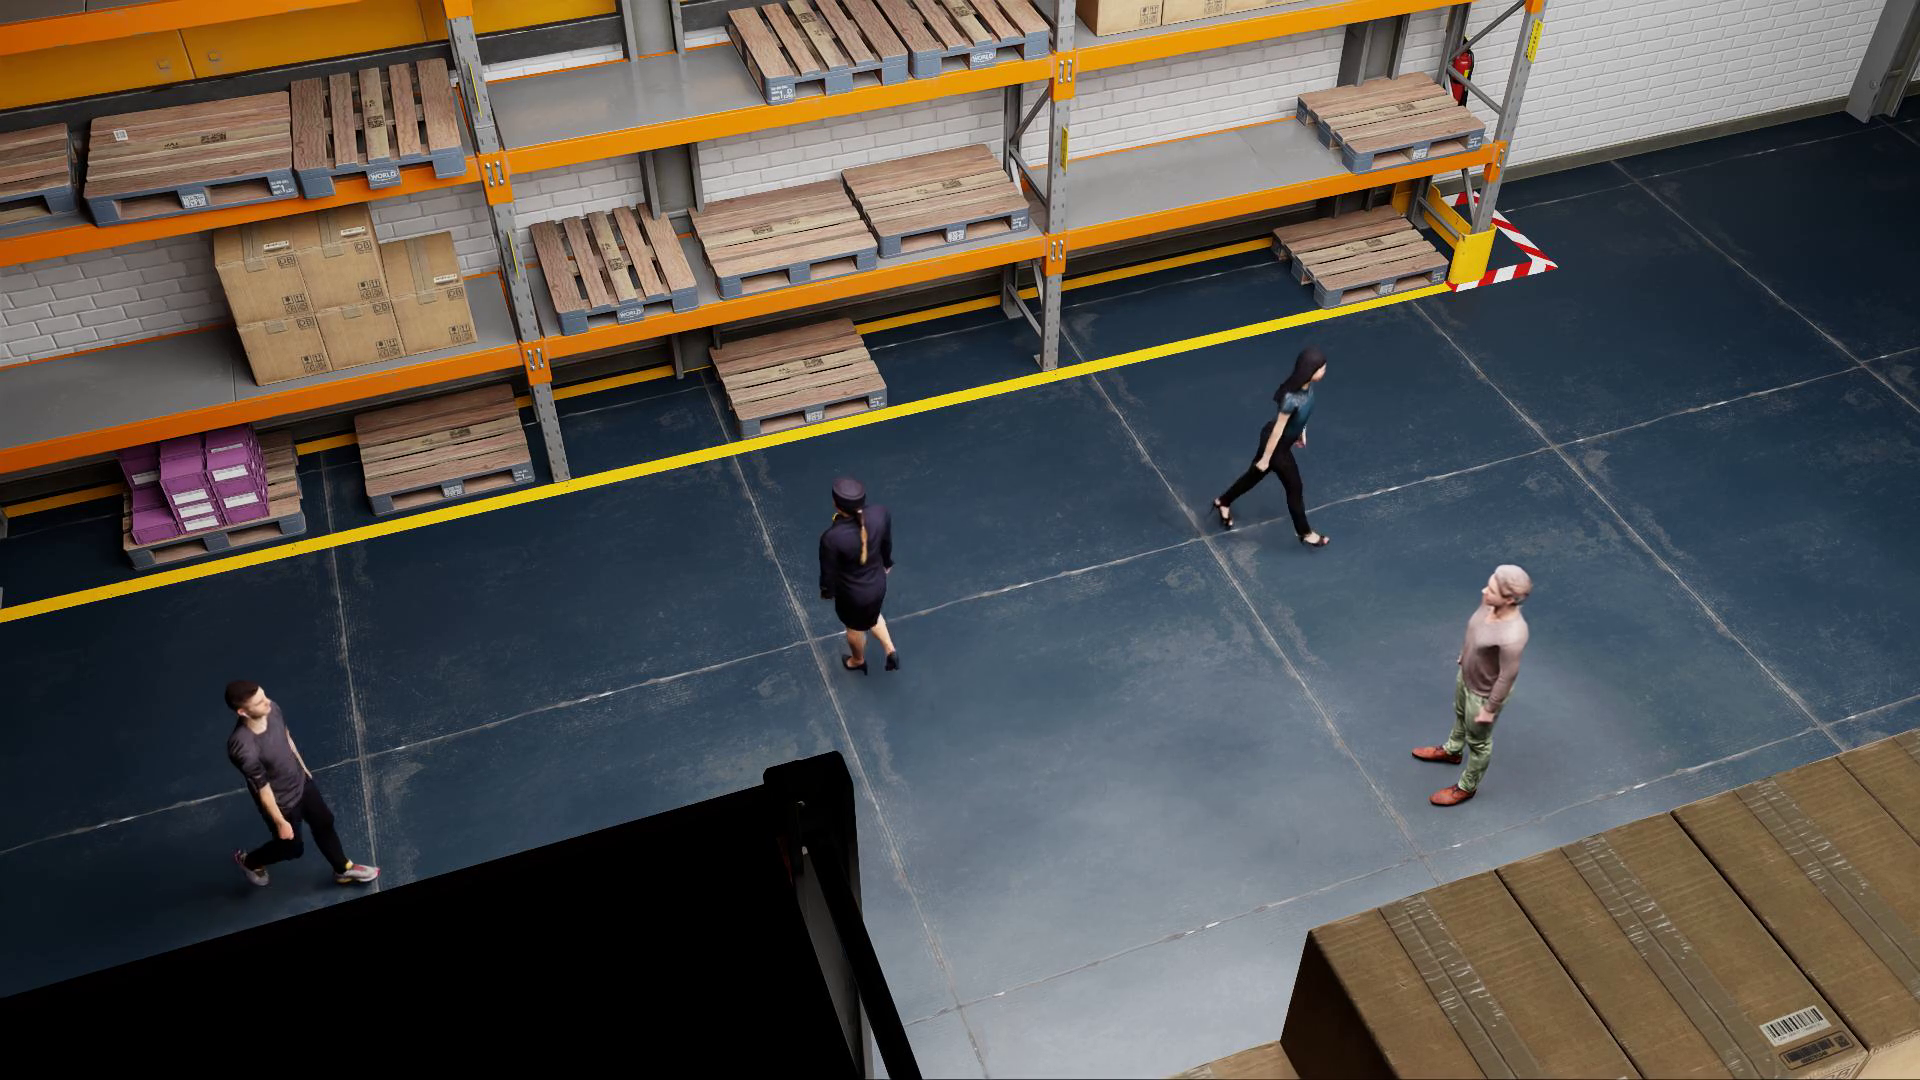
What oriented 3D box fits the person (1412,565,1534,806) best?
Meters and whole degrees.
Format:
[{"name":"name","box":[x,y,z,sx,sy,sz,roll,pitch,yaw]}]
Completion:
[{"name":"person","box":[3.113,0.848,9.906,0.701,1.872,0.742,-2,44,-3]}]

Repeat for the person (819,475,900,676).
[{"name":"person","box":[-0.605,0.316,10.616,0.836,1.663,0.905,-34,53,-31]}]

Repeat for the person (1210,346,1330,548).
[{"name":"person","box":[2.135,-0.655,11.623,1.150,1.681,1.063,20,47,20]}]

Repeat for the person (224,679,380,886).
[{"name":"person","box":[-3.883,1.434,9.383,1.113,1.745,0.906,2,44,2]}]
